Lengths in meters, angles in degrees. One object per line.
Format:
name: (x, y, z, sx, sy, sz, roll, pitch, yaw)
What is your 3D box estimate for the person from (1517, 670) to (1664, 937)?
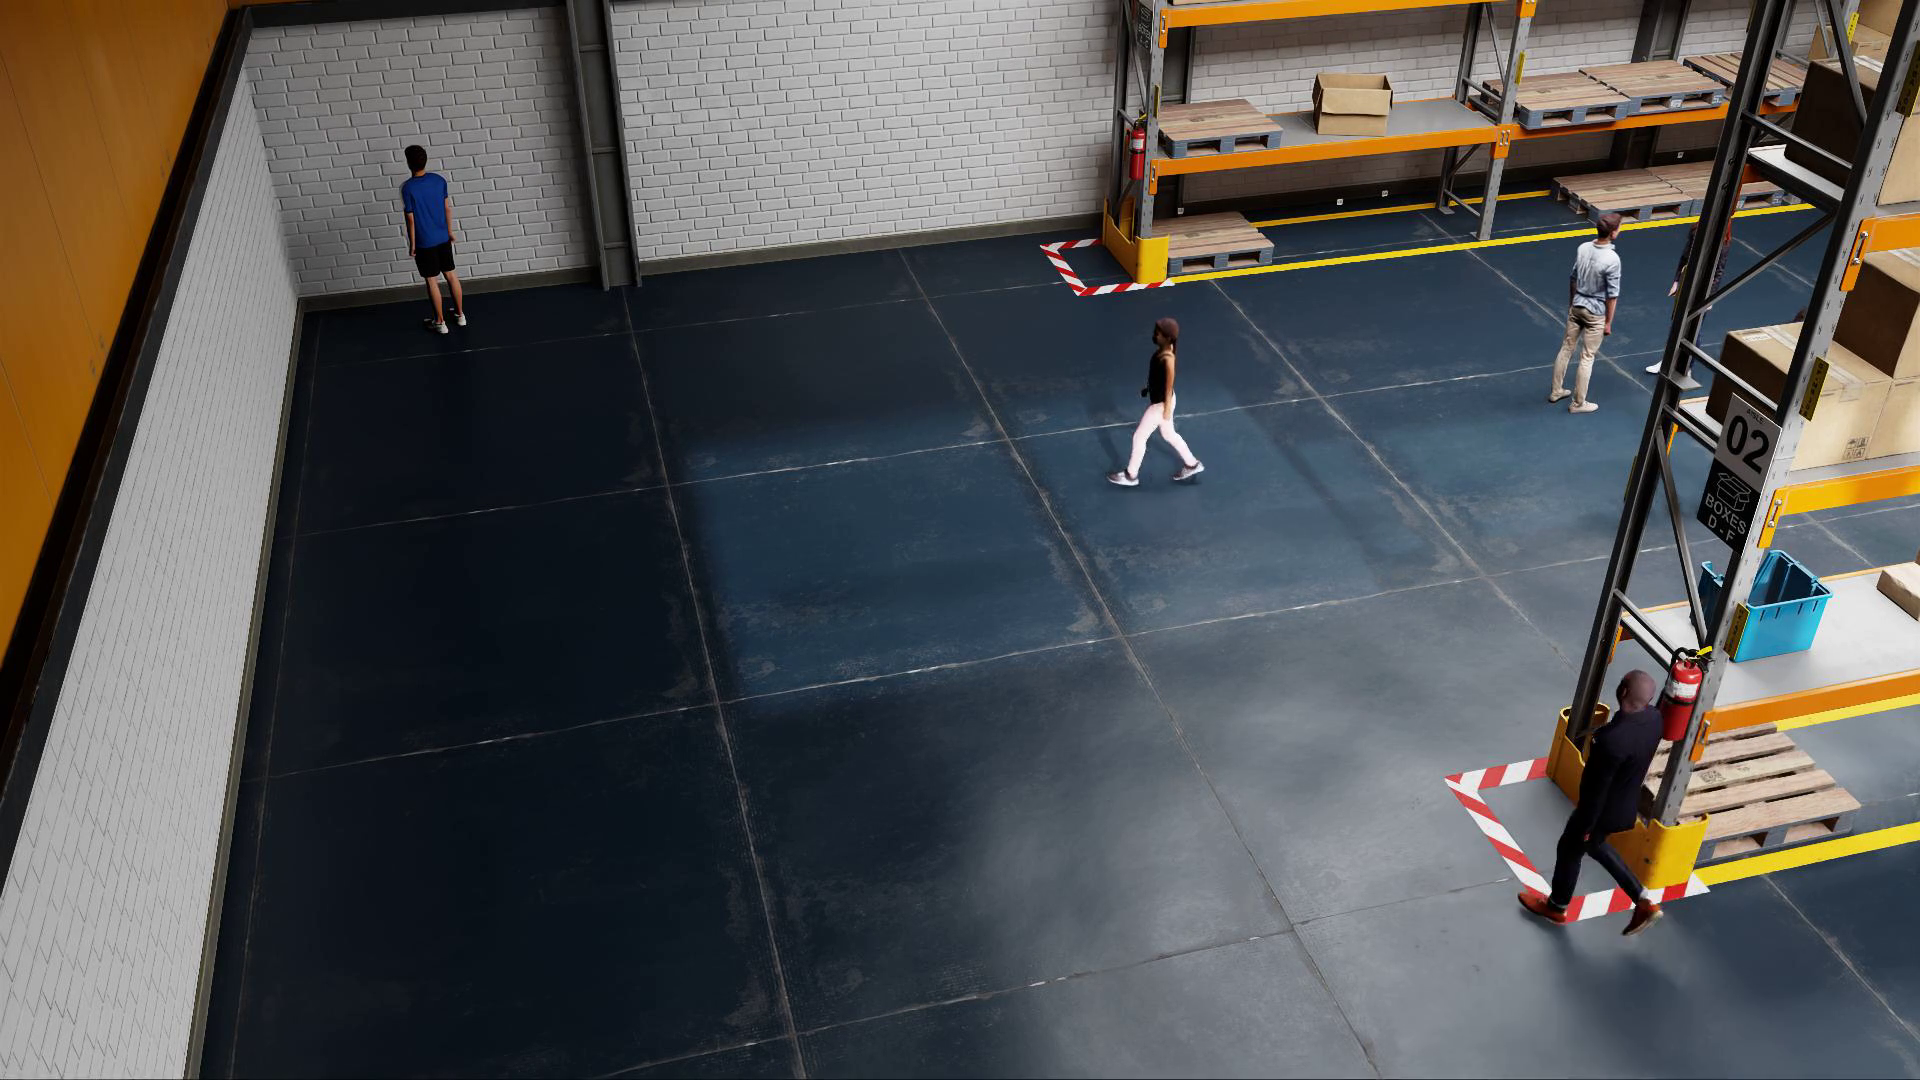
person: (3.724, 1.556, 9.408, 1.086, 1.789, 1.093, 25, 41, 33)

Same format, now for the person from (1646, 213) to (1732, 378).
person: (6.714, -2.278, 15.176, 0.608, 1.787, 0.632, -19, 38, -26)

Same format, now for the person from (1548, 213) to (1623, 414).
person: (5.572, -2.023, 14.739, 0.633, 1.848, 0.701, -17, 37, -24)

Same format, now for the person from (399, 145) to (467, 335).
person: (-5.111, -2.921, 16.073, 0.811, 1.866, 0.709, 26, 41, 33)

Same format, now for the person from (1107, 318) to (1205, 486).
person: (1.720, -1.123, 13.668, 1.082, 1.534, 0.774, 4, 34, 6)
